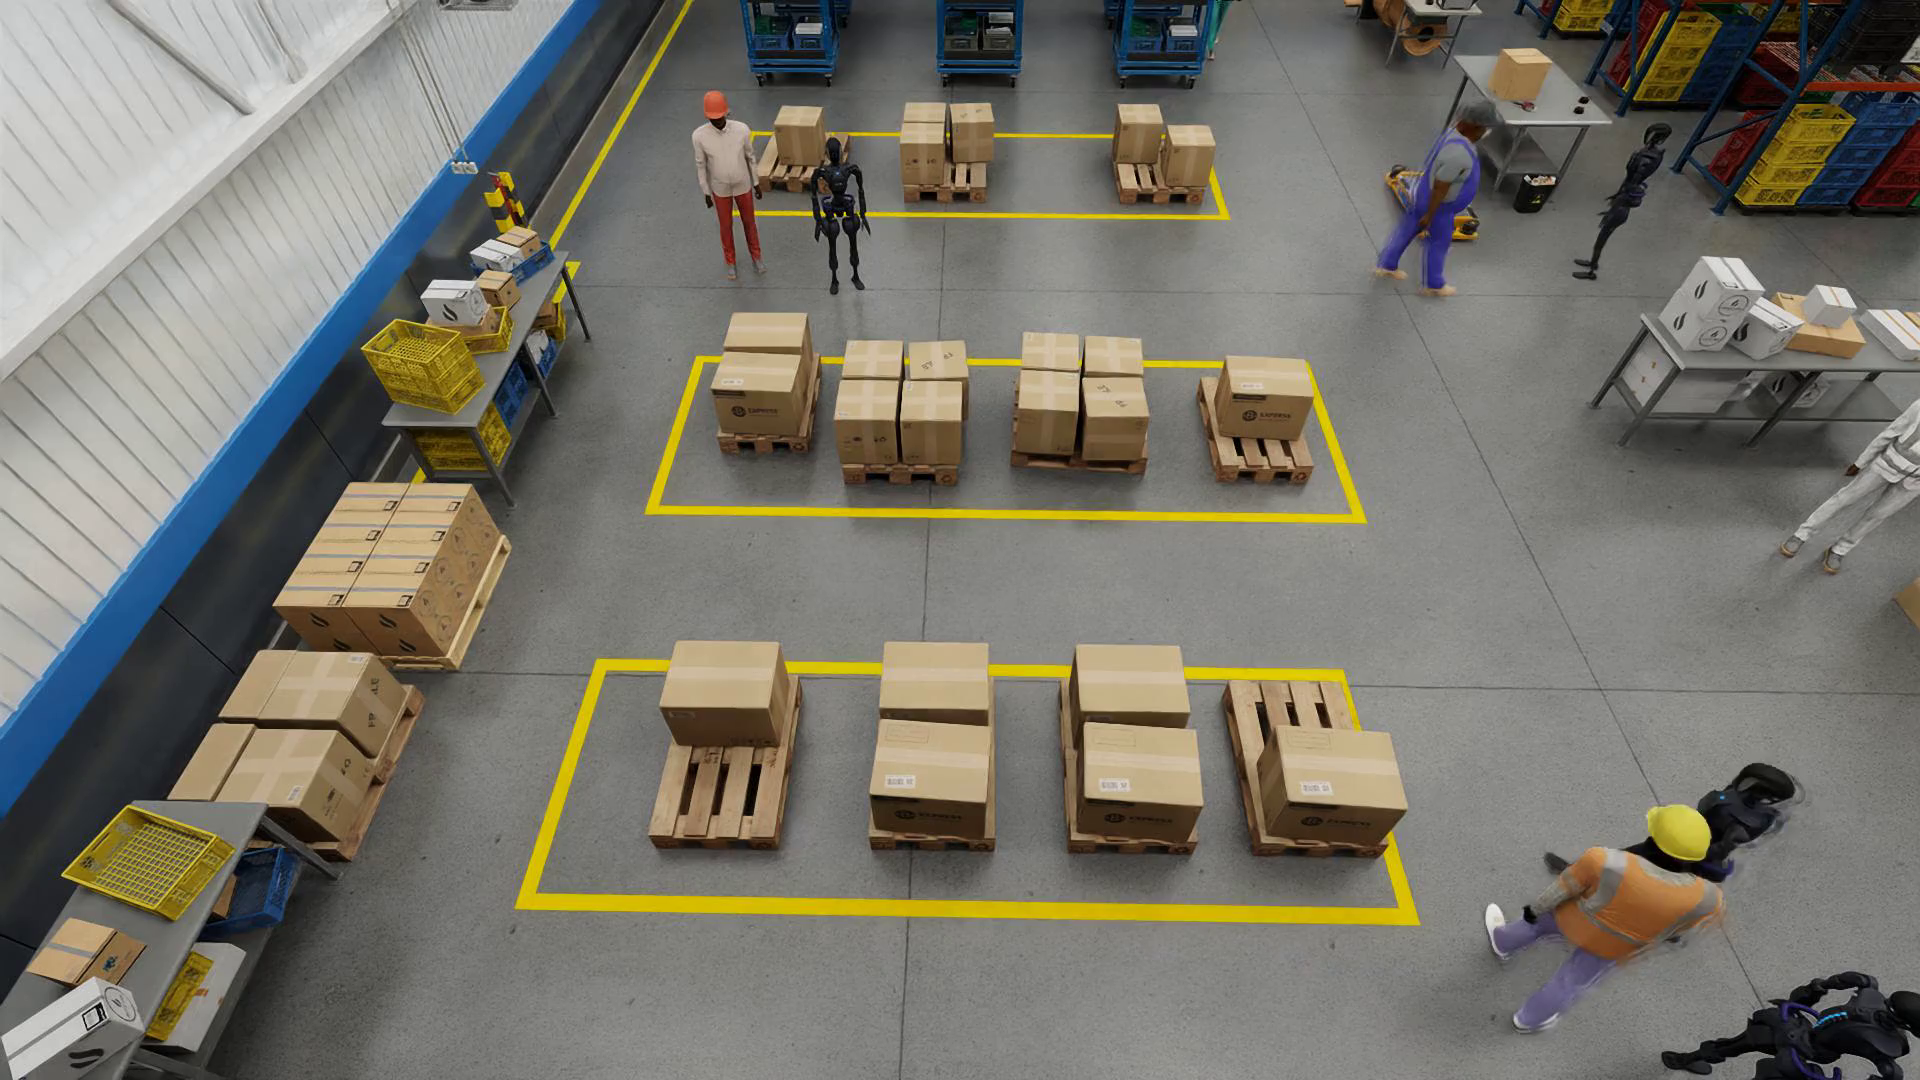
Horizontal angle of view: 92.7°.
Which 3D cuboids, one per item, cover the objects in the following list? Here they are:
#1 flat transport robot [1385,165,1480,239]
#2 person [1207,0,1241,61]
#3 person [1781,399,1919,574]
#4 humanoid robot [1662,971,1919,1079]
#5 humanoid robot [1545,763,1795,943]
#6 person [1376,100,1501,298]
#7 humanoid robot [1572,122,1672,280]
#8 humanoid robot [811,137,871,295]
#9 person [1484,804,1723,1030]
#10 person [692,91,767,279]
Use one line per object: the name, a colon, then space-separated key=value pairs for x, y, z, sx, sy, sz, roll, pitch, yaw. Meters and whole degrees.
flat transport robot: x=5.692 y=-4.094 z=11.059 sx=0.652 sy=0.197 sz=1.431 roll=1 pitch=49 yaw=1
person: x=3.938 y=-8.245 z=13.707 sx=0.535 sy=1.723 sz=0.882 roll=2 pitch=49 yaw=2
person: x=7.070 y=-0.489 z=6.886 sx=0.573 sy=1.887 sz=0.355 roll=31 pitch=56 yaw=24
humanoid robot: x=4.061 y=2.488 z=4.439 sx=0.313 sy=1.657 sz=0.609 roll=14 pitch=51 yaw=12
humanoid robot: x=4.061 y=1.750 z=5.124 sx=0.782 sy=1.631 sz=0.575 roll=23 pitch=53 yaw=19
person: x=5.041 y=-3.490 z=9.383 sx=0.927 sy=2.000 sz=0.692 roll=13 pitch=50 yaw=11
humanoid robot: x=7.006 y=-3.585 z=9.701 sx=0.321 sy=1.651 sz=0.581 roll=25 pitch=54 yaw=20
humanoid robot: x=-1.233 y=-3.324 z=9.469 sx=0.589 sy=1.657 sz=0.327 roll=-12 pitch=50 yaw=-11
person: x=3.302 y=1.978 z=4.759 sx=0.603 sy=1.884 sz=0.673 roll=23 pitch=53 yaw=19
person: x=-2.386 y=-3.687 z=9.585 sx=0.615 sy=1.990 sz=0.390 roll=-16 pitch=51 yaw=-13
